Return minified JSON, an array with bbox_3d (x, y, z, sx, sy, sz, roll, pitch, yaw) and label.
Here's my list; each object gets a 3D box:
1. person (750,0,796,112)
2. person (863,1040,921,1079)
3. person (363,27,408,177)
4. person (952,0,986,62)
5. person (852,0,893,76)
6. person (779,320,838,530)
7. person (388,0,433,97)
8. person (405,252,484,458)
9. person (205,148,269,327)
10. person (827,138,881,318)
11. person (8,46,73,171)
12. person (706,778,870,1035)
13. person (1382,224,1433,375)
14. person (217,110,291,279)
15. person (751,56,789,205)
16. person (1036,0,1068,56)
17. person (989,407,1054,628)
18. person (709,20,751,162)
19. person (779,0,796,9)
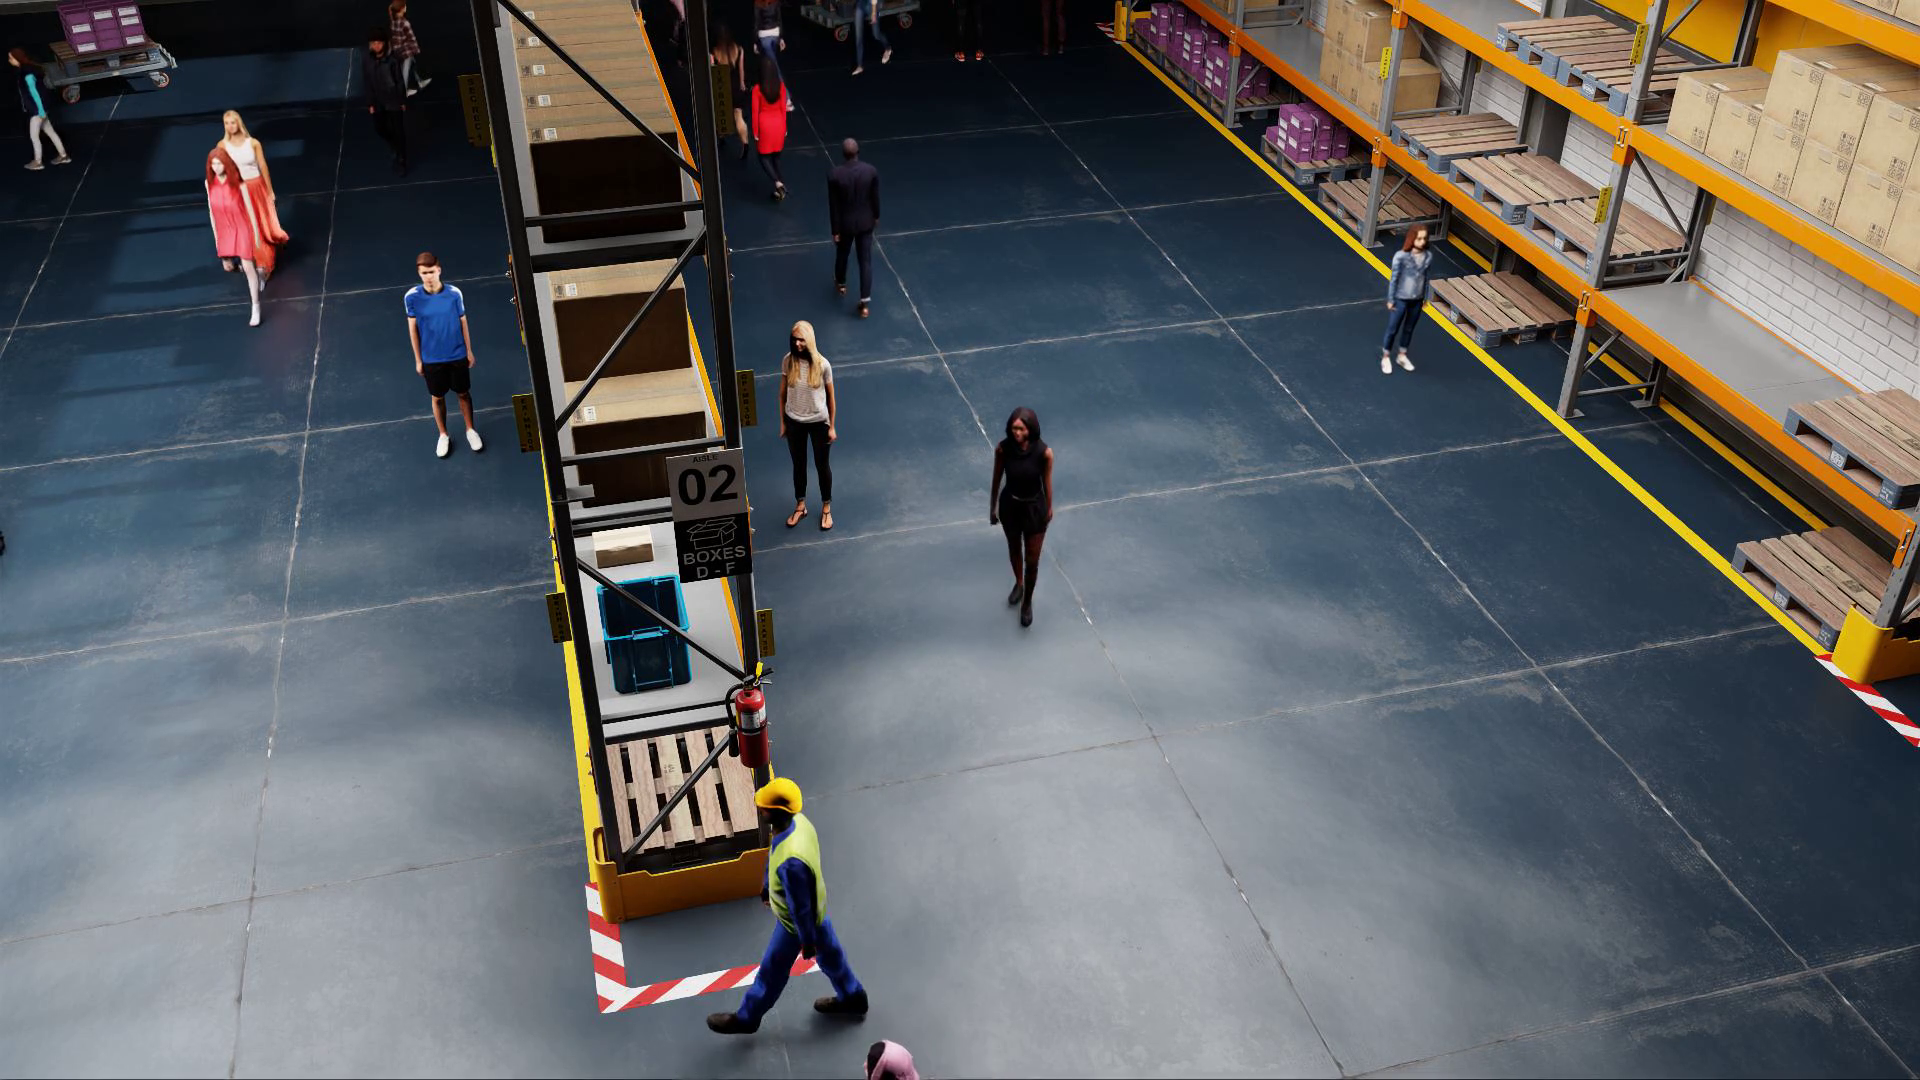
[{"bbox_3d":[-2.456,-6.478,21.842,0.992,1.725,1.312,-27,42,-34],"label":"person"},{"bbox_3d":[-0.225,2.920,7.796,0.828,1.622,0.754,6,34,9],"label":"person"},{"bbox_3d":[-6.911,-5.319,20.060,0.716,1.767,0.915,-3,34,-4],"label":"person"},{"bbox_3d":[0.130,-7.763,23.693,0.670,1.816,0.617,-6,34,-9],"label":"person"},{"bbox_3d":[-1.240,-7.432,23.297,1.070,1.702,1.100,19,38,26],"label":"person"},{"bbox_3d":[-1.221,-0.935,13.411,0.684,1.826,0.665,5,34,7],"label":"person"},{"bbox_3d":[-7.565,-6.648,22.495,0.816,1.286,0.836,25,41,32],"label":"person"},{"bbox_3d":[-4.476,-1.627,14.417,0.666,1.866,0.596,-12,35,-17],"label":"person"},{"bbox_3d":[-7.206,-3.068,16.634,0.772,1.811,0.967,2,34,3],"label":"person"},{"bbox_3d":[-1.044,-3.108,16.719,0.729,1.783,1.077,-7,34,-11],"label":"person"},{"bbox_3d":[-11.170,-5.276,20.255,0.779,1.481,0.804,-21,39,-28],"label":"person"},{"bbox_3d":[-0.794,2.011,9.029,0.884,1.771,1.129,-3,34,-4],"label":"person"},{"bbox_3d":[4.247,-2.301,15.783,0.561,1.476,0.479,-8,34,-12],"label":"person"},{"bbox_3d":[-7.477,-3.691,17.594,0.685,1.786,0.891,-4,34,-6],"label":"person"},{"bbox_3d":[-2.132,-4.660,19.094,0.750,1.739,0.902,-19,38,-26],"label":"person"},{"bbox_3d":[1.346,-7.949,23.930,0.675,1.863,0.577,-10,35,-15],"label":"person"},{"bbox_3d":[0.491,-0.258,12.489,0.817,1.720,0.925,8,34,12],"label":"person"},{"bbox_3d":[-2.790,-5.436,20.318,0.807,1.676,1.122,-17,37,-24],"label":"person"},{"bbox_3d":[-2.855,-9.311,25.956,0.756,1.888,0.595,-13,36,-18],"label":"person"}]
